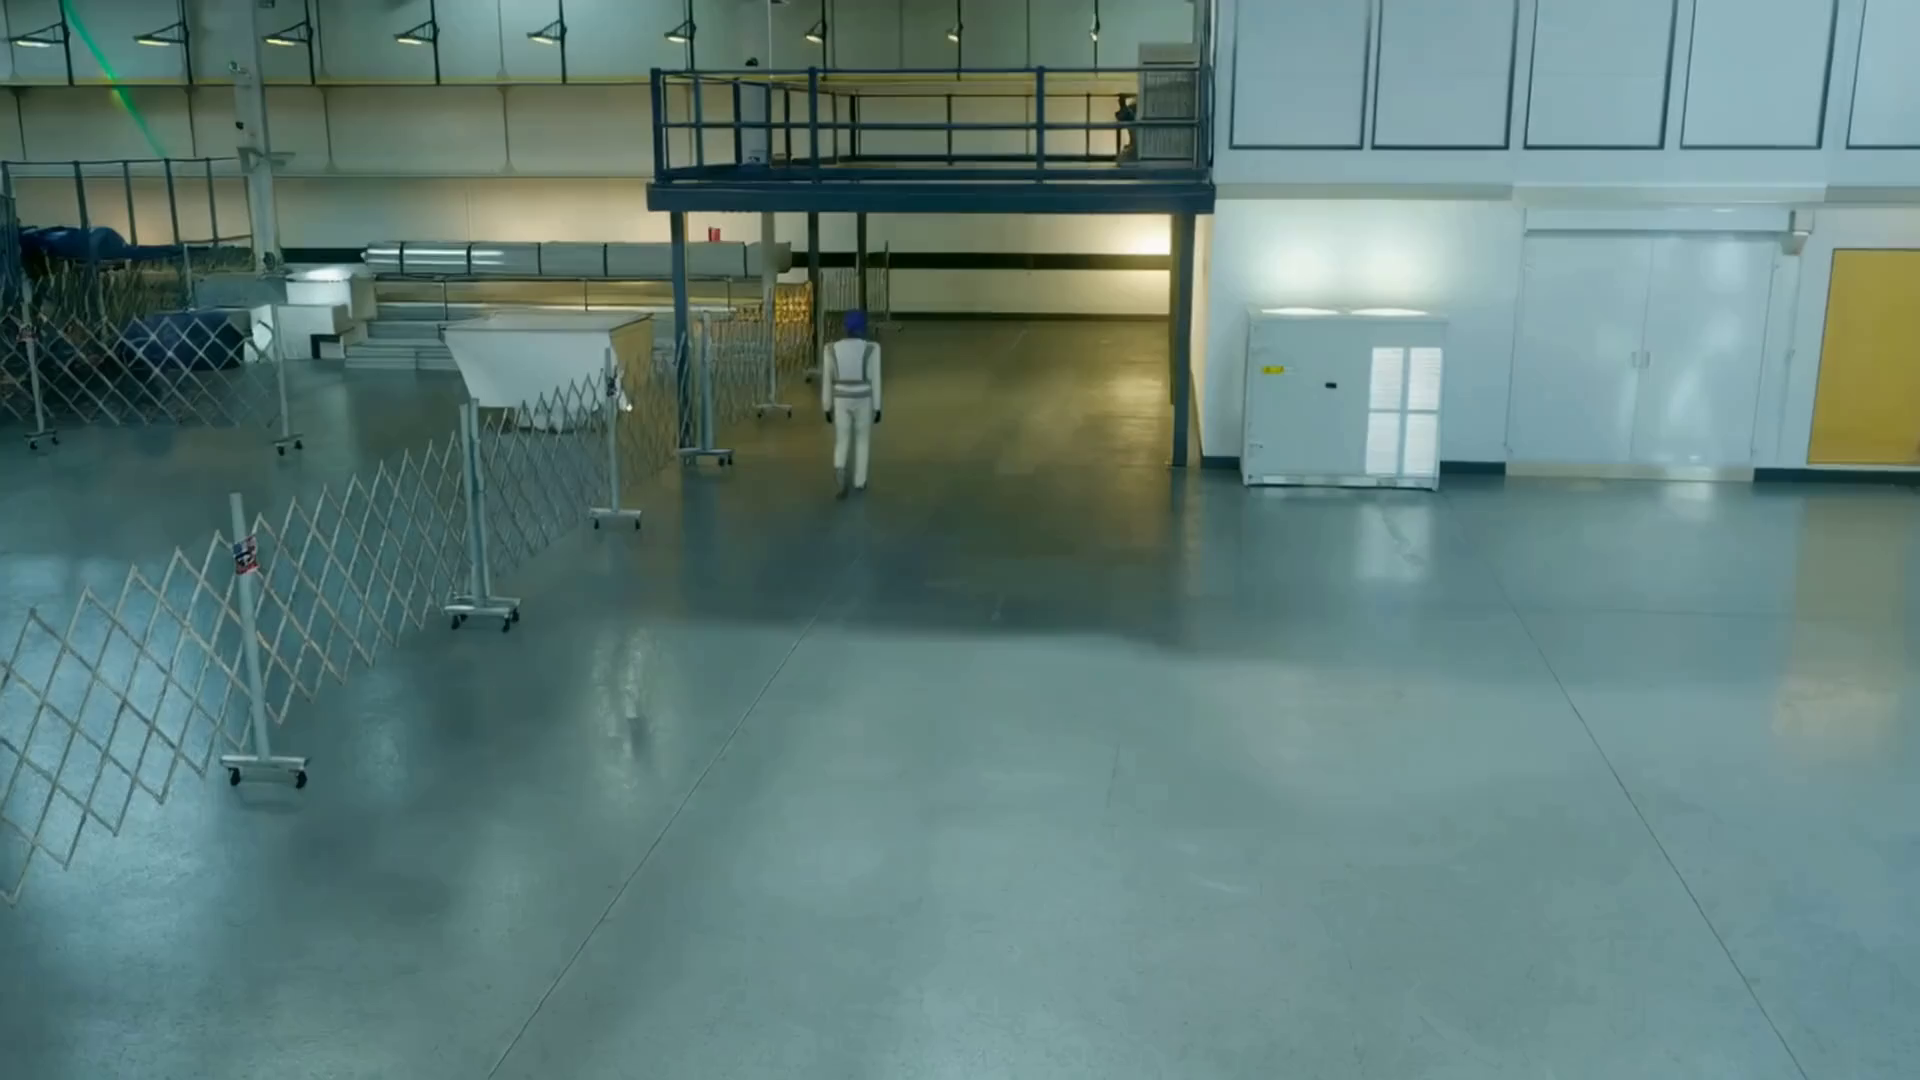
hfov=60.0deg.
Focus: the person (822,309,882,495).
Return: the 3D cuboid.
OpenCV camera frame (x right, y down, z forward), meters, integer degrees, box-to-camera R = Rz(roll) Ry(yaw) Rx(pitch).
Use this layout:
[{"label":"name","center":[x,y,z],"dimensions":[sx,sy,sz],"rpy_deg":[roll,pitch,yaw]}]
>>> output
[{"label":"person","center":[-1.065,-1.335,16.374],"dimensions":[0.583,1.864,0.712],"rpy_deg":[1,14,5]}]
